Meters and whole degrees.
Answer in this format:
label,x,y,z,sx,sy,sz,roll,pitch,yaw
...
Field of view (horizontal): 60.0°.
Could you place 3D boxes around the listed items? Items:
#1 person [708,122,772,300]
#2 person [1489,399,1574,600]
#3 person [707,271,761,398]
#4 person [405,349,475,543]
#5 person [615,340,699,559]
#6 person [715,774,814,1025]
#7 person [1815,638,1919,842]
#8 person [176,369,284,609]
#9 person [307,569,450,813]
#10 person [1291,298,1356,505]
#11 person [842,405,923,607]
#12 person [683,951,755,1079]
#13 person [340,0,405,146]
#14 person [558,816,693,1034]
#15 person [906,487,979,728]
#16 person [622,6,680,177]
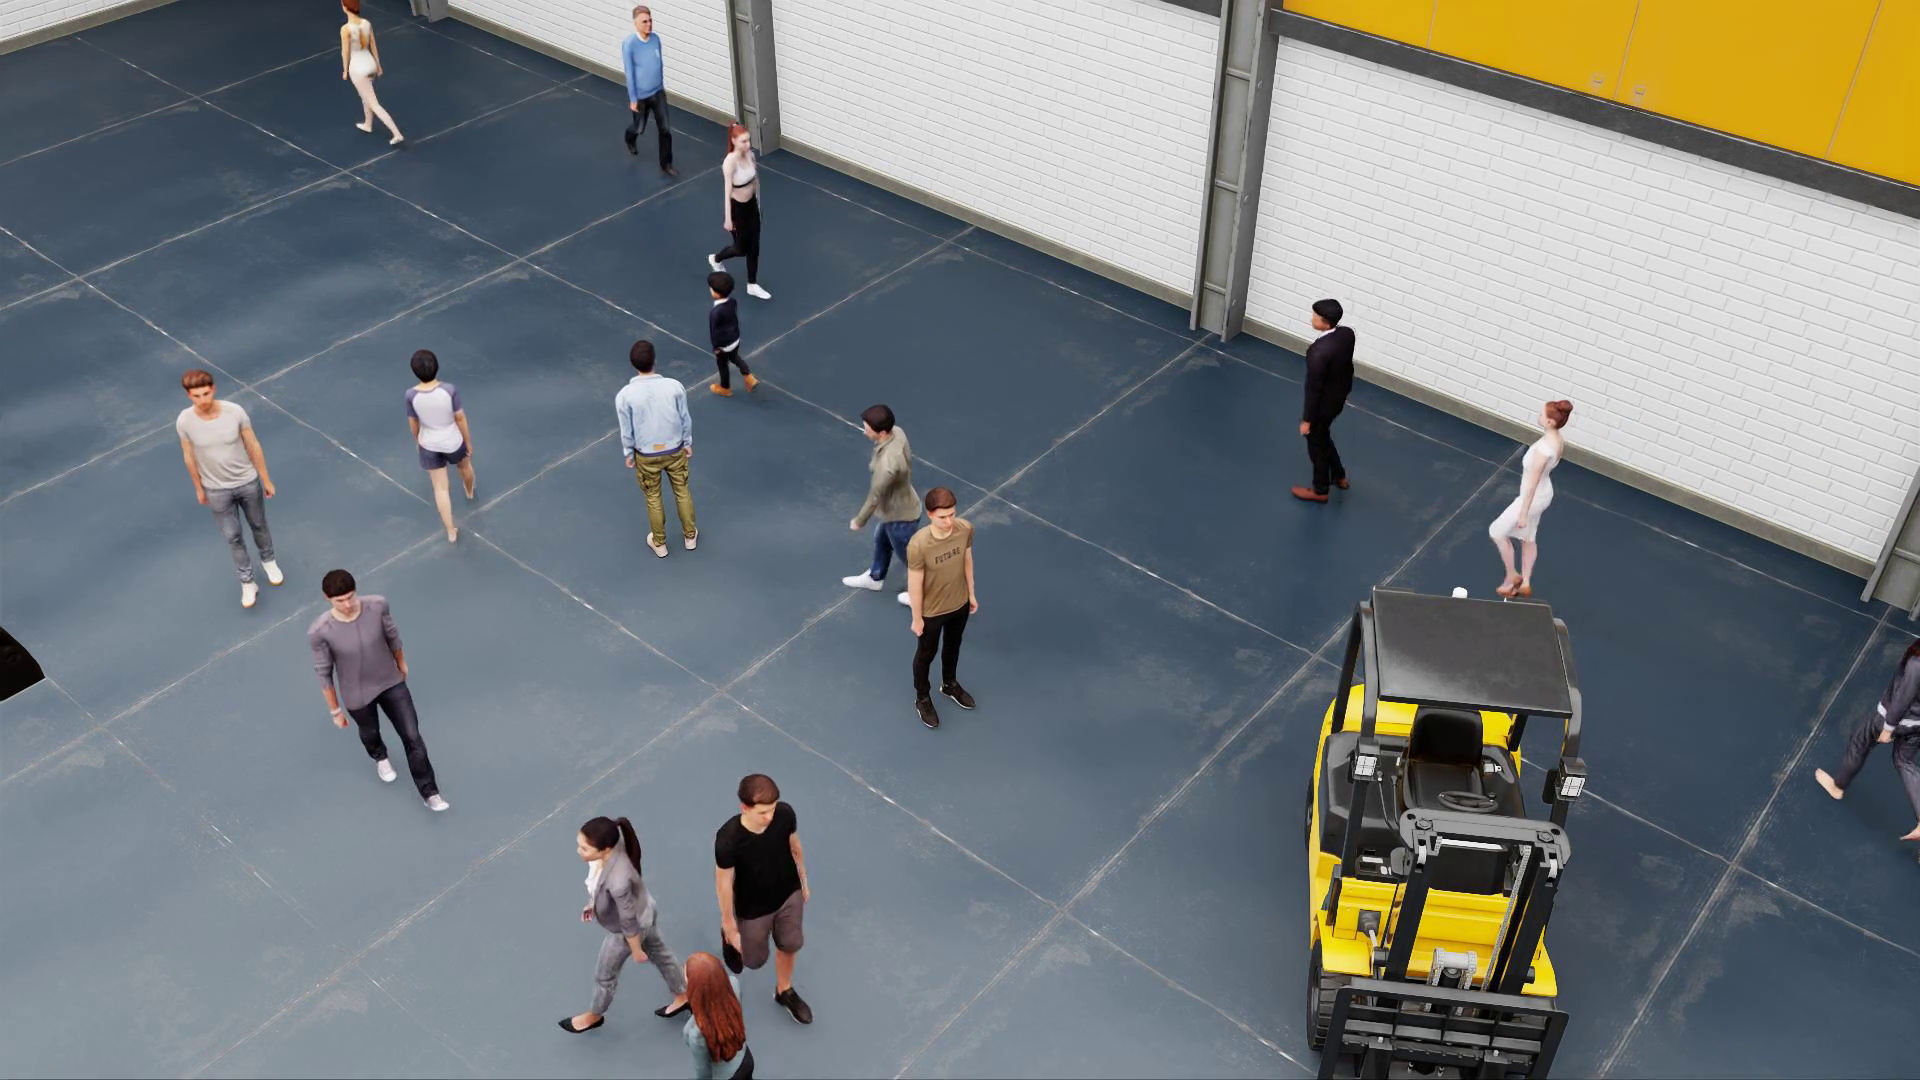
label,x,y,z,sx,sy,sz,roll,pitch,yaw
person,-2.092,-3.057,15.415,0.931,1.726,0.683,19,42,22
person,4.145,-0.216,11.814,0.624,1.781,0.602,24,44,27
person,-1.953,-1.736,14.170,0.728,1.217,0.577,19,42,22
person,-3.933,-0.697,12.628,0.963,1.517,1.114,-9,39,-11
person,-2.239,-0.672,12.362,0.762,1.809,0.750,-13,40,-16
person,-1.108,1.892,9.126,0.817,1.841,1.028,-24,45,-27
person,5.854,1.122,10.168,0.973,1.744,1.152,-12,40,-14
person,-5.271,-0.455,12.020,0.829,1.899,0.890,-16,41,-19
person,-3.730,0.865,10.437,0.894,1.810,1.165,-24,44,-27
person,2.845,-1.040,12.783,0.718,1.860,0.792,31,48,32
person,-0.346,-0.178,11.733,1.122,1.824,1.029,5,39,7
person,-1.174,2.643,8.265,0.598,1.742,0.635,17,42,20
person,-6.395,-5.049,18.004,1.084,1.609,0.700,18,42,21
person,-1.707,2.081,9.057,1.057,1.633,1.014,-4,39,-5
person,-0.120,0.408,10.976,0.720,1.851,0.648,-24,45,-27
person,-3.336,-4.732,17.459,0.761,1.795,1.108,-29,47,-31
